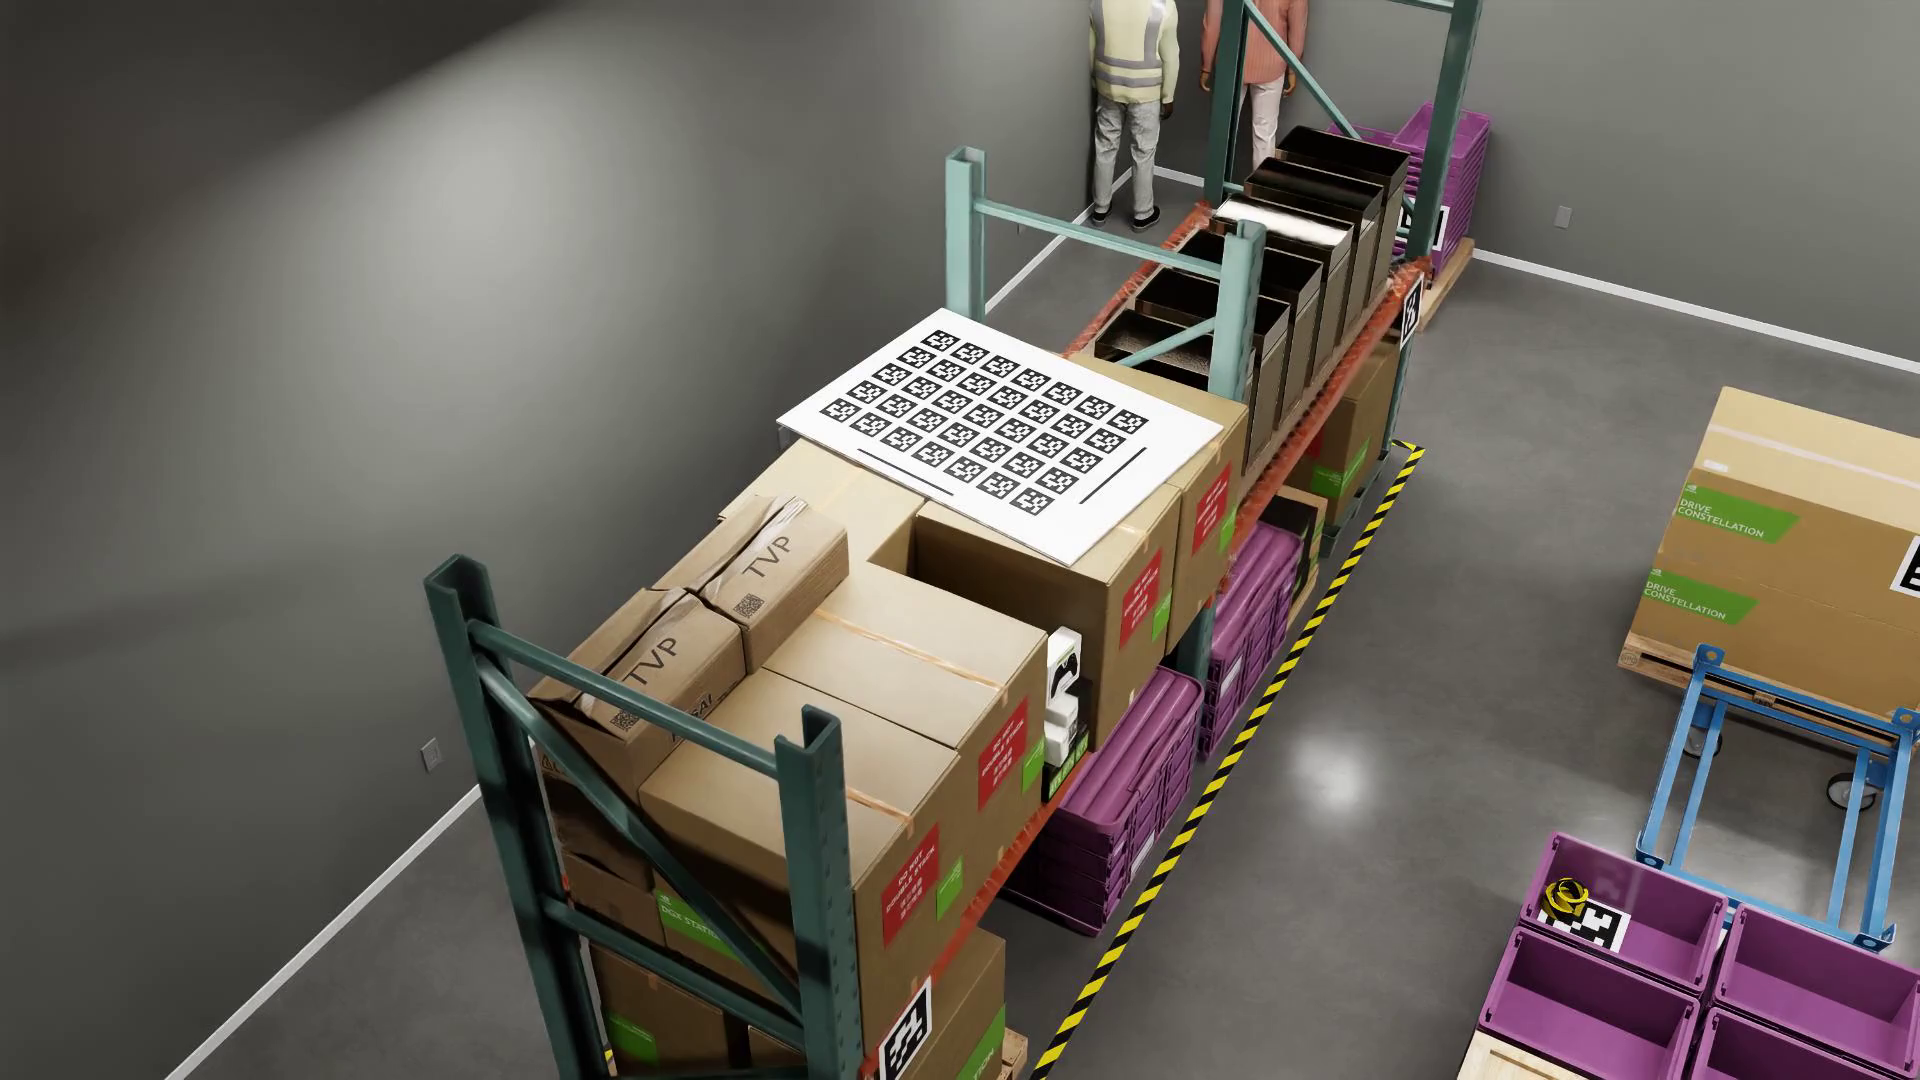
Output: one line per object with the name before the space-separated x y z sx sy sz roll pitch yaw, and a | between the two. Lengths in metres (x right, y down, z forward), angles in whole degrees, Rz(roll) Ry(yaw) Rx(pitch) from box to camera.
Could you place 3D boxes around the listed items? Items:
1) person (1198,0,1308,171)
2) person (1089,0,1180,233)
person | 1.730 -2.833 9.929 0.611 1.996 0.379 4 40 5
person | 1.014 -2.713 9.911 0.588 1.834 0.403 15 42 17
